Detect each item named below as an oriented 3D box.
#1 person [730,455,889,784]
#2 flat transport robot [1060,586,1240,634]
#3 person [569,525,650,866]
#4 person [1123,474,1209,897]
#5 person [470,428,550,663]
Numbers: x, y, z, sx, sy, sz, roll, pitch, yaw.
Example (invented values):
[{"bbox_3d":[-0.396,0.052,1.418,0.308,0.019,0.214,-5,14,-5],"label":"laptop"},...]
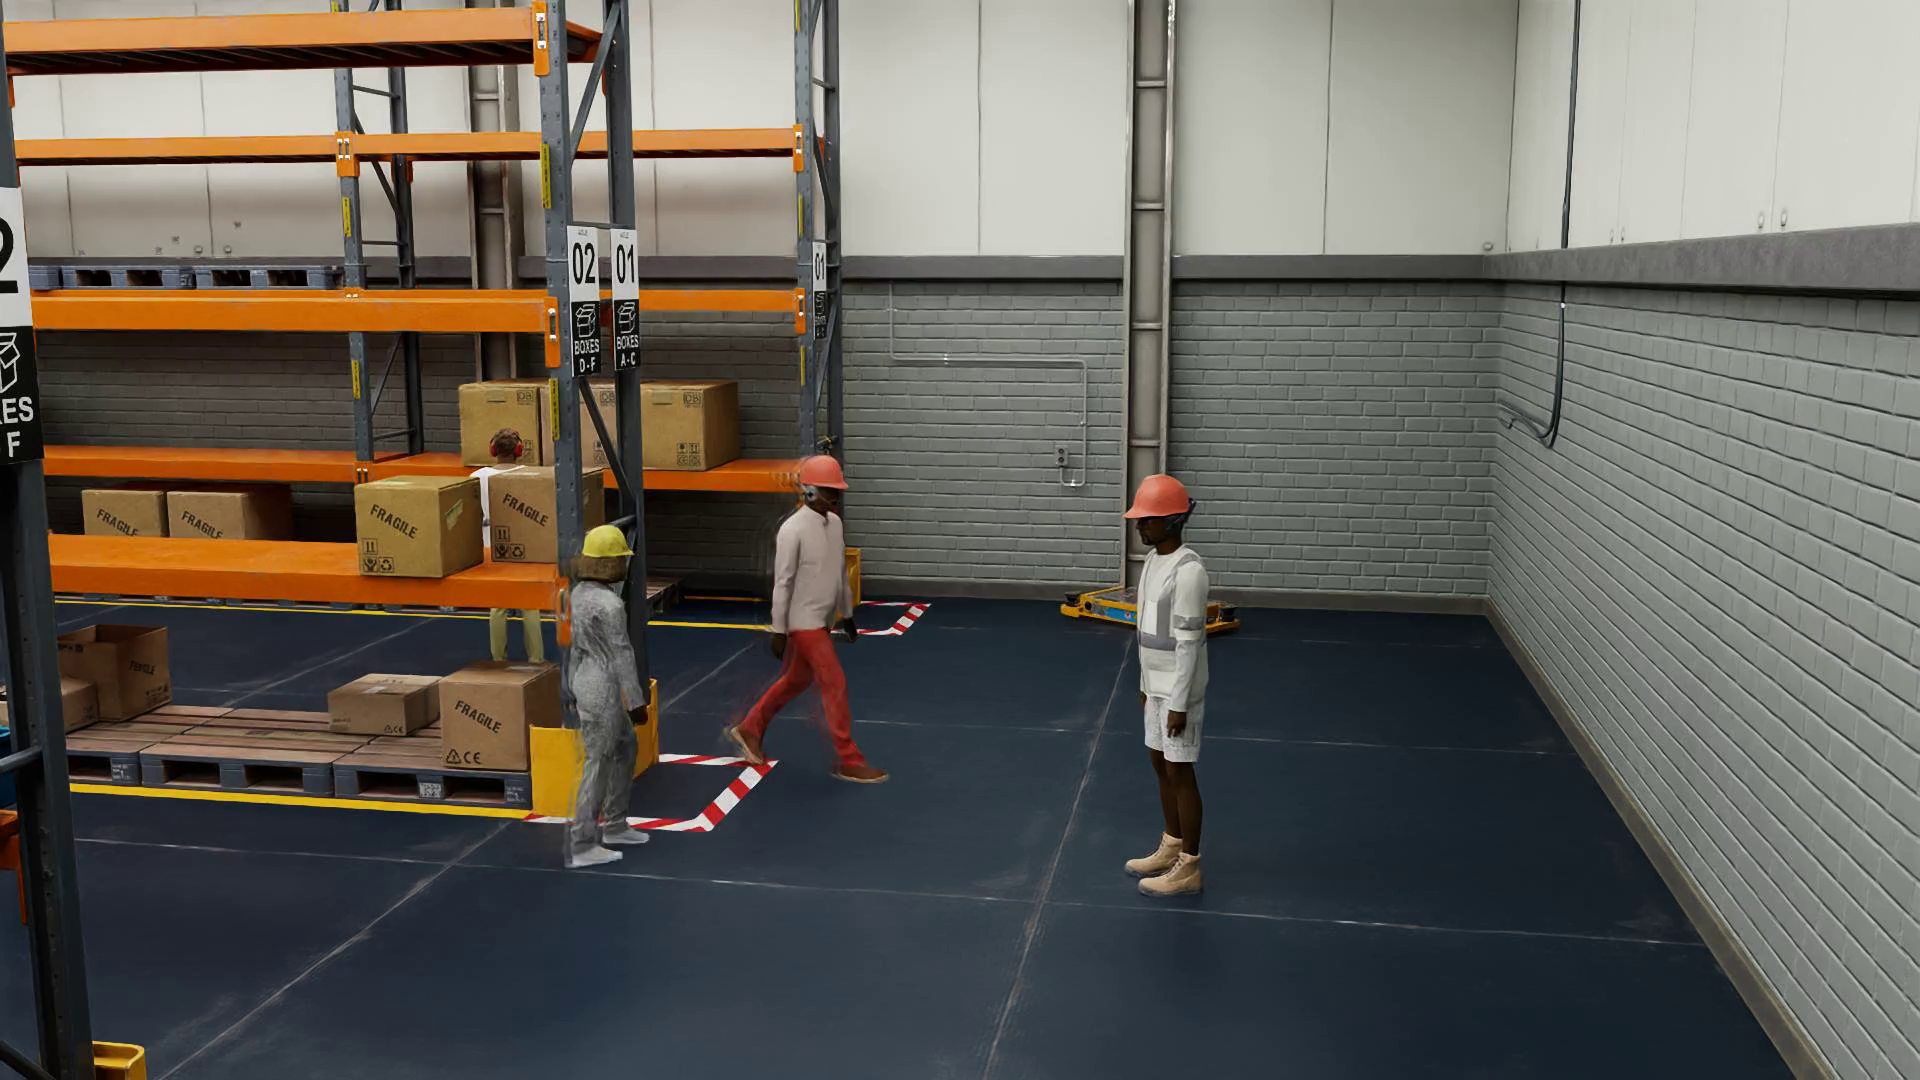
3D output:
[{"bbox_3d":[-0.934,0.448,9.849,1.040,1.946,0.618,4,10,21],"label":"person"},{"bbox_3d":[1.600,0.588,14.109,0.652,0.197,1.431,-9,13,-44],"label":"flat transport robot"},{"bbox_3d":[-1.747,0.779,8.429,0.612,1.725,0.494,-5,10,-28],"label":"person"},{"bbox_3d":[0.978,0.697,8.009,0.414,2.036,0.601,-2,9,-14],"label":"person"},{"bbox_3d":[-3.333,0.091,12.344,0.565,1.840,0.390,-1,9,-5],"label":"person"}]
